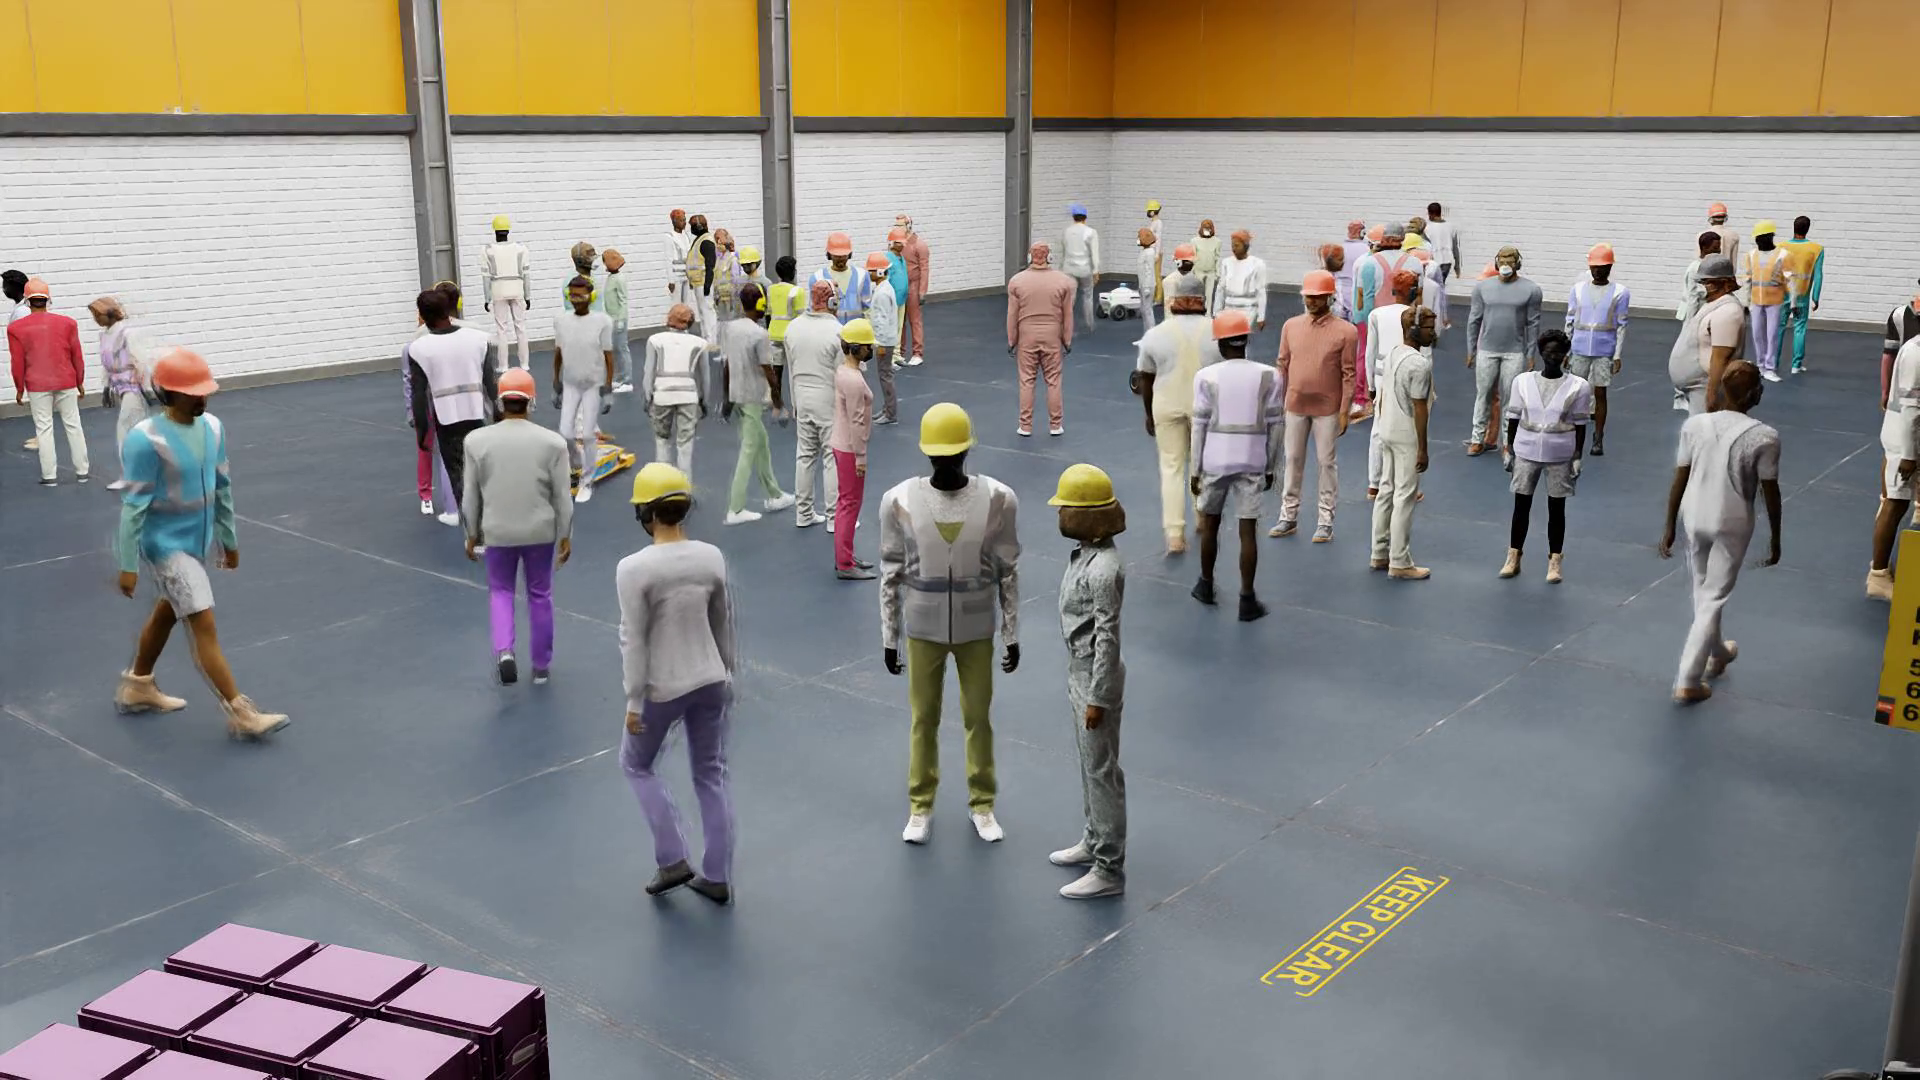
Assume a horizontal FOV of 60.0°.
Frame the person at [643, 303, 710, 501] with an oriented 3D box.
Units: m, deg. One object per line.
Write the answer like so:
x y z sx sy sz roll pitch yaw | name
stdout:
-2.284 -1.100 13.442 0.532 1.601 0.529 -2 14 -9 | person

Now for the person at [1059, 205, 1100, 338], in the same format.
1.719 -3.859 23.928 0.644 1.877 1.004 6 15 21 | person

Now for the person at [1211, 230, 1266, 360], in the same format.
3.056 -2.504 18.531 0.618 1.872 0.591 -12 18 -40 | person

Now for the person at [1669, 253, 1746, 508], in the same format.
5.930 -1.272 13.255 0.535 2.000 0.682 5 15 19 | person

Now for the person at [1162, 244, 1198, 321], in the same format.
2.420 -2.319 18.062 0.370 1.751 0.571 11 18 37 | person

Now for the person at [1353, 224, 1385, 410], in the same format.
4.365 -2.333 17.612 0.407 1.987 0.615 4 15 16 | person

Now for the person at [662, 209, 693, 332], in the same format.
-3.834 -3.576 22.782 0.348 1.882 0.584 5 15 19 | person

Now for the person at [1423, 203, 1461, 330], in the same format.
7.178 -4.104 24.952 0.632 1.862 1.028 -5 15 -20 | person

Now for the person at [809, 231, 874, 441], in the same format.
-1.128 -1.935 15.936 0.614 2.030 0.409 -5 15 -18 | person

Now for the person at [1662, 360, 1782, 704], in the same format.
4.120 -0.059 8.887 0.921 1.800 0.532 -11 18 -38 | person

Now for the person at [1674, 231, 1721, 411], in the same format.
7.876 -2.335 17.781 0.387 1.913 0.592 11 18 38 | person

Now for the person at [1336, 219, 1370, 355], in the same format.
4.759 -2.914 20.117 0.396 1.901 0.644 -11 18 -37 | person

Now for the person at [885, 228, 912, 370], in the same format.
-0.797 -3.016 20.811 0.324 1.750 0.560 6 15 23 | person

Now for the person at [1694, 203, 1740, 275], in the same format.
10.028 -3.479 22.172 0.617 1.990 0.393 -2 14 -6 | person

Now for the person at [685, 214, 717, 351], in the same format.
-3.476 -3.460 22.418 0.429 1.834 0.636 -5 15 -19 | person

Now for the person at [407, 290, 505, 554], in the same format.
-3.613 -0.844 11.877 0.667 1.878 0.629 -11 18 -38 | person

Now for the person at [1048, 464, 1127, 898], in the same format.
0.501 0.554 6.566 0.325 1.740 0.492 -1 14 -3 | person

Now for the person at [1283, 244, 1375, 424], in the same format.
3.766 -2.084 16.928 1.001 1.828 0.603 8 16 30 | person

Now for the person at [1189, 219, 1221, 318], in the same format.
3.664 -3.987 24.929 0.499 1.633 0.279 -2 14 -10 | person

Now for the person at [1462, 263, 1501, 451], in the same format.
4.935 -1.708 15.574 0.330 1.754 0.564 3 14 10 | person

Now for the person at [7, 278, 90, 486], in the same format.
-7.715 -1.336 14.092 0.560 1.753 0.329 -11 18 -38 | person

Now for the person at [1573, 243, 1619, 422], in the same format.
6.509 -2.132 17.120 0.404 1.827 0.601 -2 14 -9 | person

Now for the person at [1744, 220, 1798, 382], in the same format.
9.641 -2.840 19.818 0.443 1.903 0.701 -8 16 -28 | person

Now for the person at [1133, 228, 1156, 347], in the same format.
2.555 -3.471 22.894 0.279 1.625 0.493 -1 14 -4 | person

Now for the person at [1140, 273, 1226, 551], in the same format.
1.649 -0.973 12.062 0.690 2.000 1.064 2 14 9 | person

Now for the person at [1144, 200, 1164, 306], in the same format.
3.254 -4.828 28.039 0.335 1.762 0.529 -3 14 -13 | person

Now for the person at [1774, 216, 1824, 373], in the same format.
10.260 -3.014 20.460 0.596 1.921 0.384 9 17 32 | person

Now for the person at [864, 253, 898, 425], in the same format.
-0.817 -2.057 17.002 0.353 1.742 0.564 -1 14 -4 | person

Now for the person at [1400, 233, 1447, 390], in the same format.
5.218 -2.599 19.044 0.683 1.811 0.422 7 16 26 | person

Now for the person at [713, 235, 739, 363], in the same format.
-2.983 -3.092 21.345 0.307 1.641 0.513 -10 17 -35 | person

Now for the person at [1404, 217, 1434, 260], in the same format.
5.902 -3.269 21.632 0.343 1.847 0.506 -7 16 -26 | person
